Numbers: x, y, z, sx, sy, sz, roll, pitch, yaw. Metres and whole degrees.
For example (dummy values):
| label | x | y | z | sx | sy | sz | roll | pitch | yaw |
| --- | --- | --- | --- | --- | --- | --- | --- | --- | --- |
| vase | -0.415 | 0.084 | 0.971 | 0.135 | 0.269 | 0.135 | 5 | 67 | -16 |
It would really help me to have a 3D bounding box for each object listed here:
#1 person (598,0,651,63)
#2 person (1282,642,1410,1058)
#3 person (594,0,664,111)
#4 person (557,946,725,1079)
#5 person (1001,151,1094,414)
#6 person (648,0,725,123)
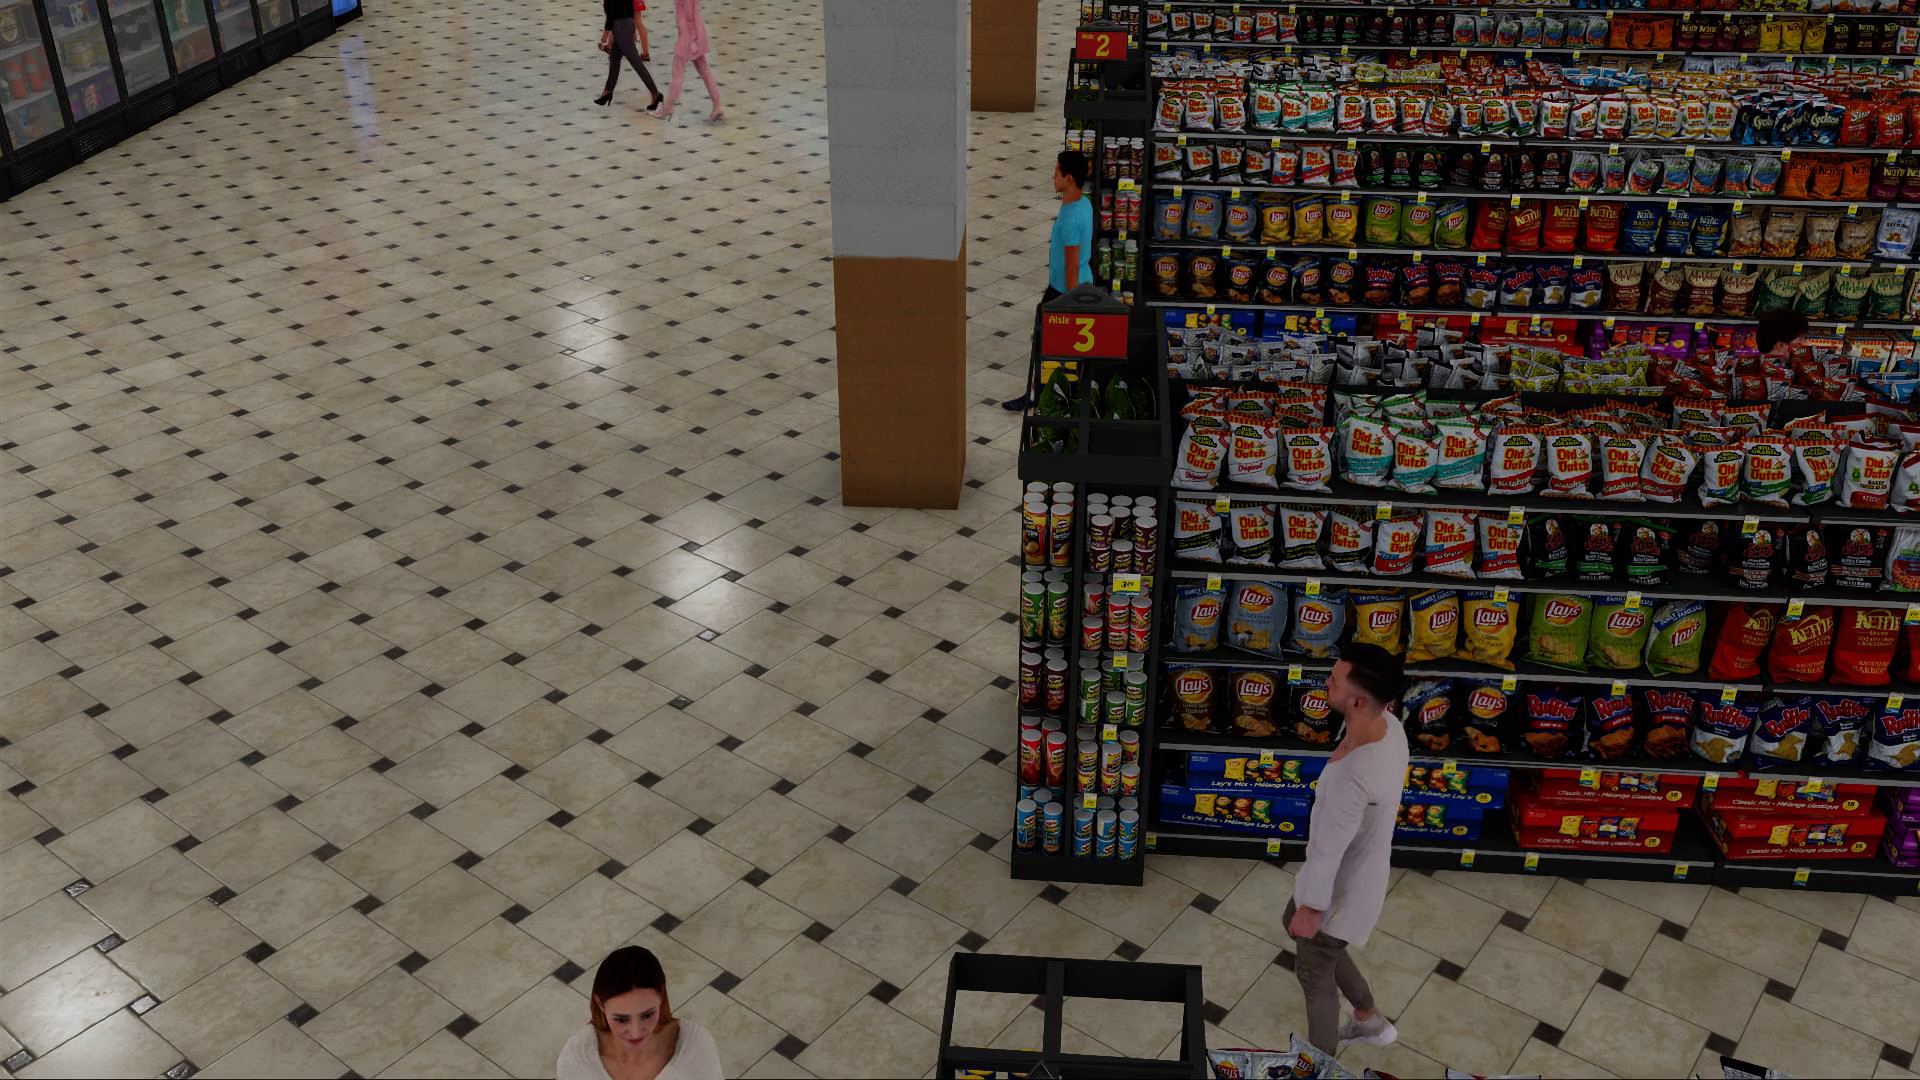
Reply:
| label | x | y | z | sx | sy | sz | roll | pitch | yaw |
| --- | --- | --- | --- | --- | --- | --- | --- | --- | --- |
| person | -3.912 | -6.490 | 19.873 | 1.113 | 1.552 | 0.905 | 18 | 33 | 29 |
| person | 1.351 | 1.152 | 5.586 | 0.796 | 1.830 | 0.764 | 11 | 30 | 19 |
| person | -3.501 | -5.368 | 17.748 | 1.013 | 1.618 | 0.584 | 3 | 29 | 5 |
| person | -0.877 | 1.757 | 4.635 | 0.729 | 1.678 | 0.775 | -5 | 29 | -8 |
| person | 0.817 | -1.614 | 10.745 | 1.167 | 1.740 | 0.726 | 5 | 29 | 9 |
| person | -2.692 | -5.193 | 17.272 | 1.032 | 1.768 | 0.701 | 0 | 29 | 0 |
